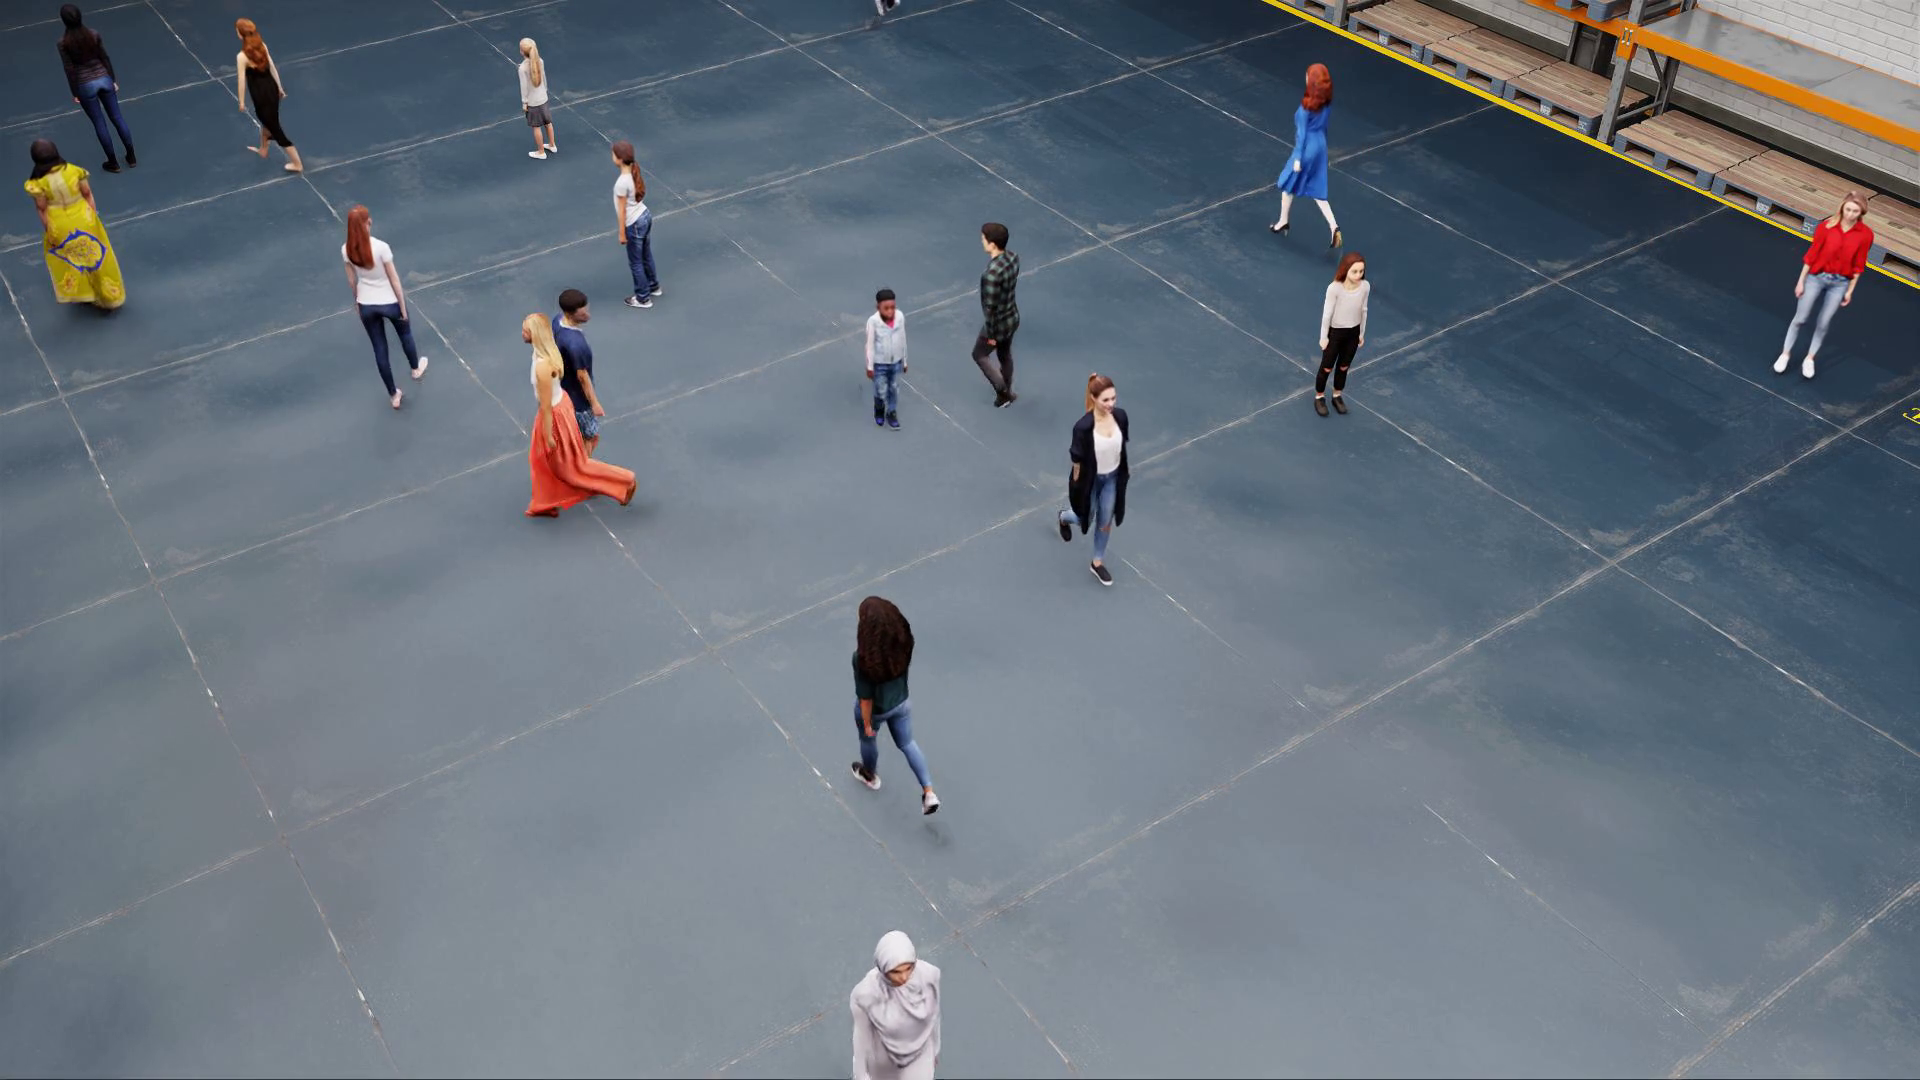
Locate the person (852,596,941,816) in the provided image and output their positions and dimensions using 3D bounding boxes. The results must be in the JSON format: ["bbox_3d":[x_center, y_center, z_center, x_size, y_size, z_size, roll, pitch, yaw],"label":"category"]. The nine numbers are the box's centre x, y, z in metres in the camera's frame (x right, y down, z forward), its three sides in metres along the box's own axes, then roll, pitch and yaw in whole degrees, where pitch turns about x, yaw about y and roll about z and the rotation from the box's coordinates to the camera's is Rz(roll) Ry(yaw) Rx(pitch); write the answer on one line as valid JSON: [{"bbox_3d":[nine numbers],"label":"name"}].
[{"bbox_3d":[-0.402,1.024,10.035,0.612,1.597,0.995,-27,46,-30],"label":"person"}]

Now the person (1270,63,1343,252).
[{"bbox_3d":[3.337,-3.533,15.585,0.662,1.792,1.101,-26,45,-29],"label":"person"}]

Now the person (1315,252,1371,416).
[{"bbox_3d":[3.107,-1.695,13.531,0.586,1.483,0.573,-9,40,-11],"label":"person"}]

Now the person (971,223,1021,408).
[{"bbox_3d":[0.381,-1.796,13.648,0.773,1.699,0.781,21,43,24],"label":"person"}]

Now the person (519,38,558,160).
[{"bbox_3d":[-4.433,-4.622,17.362,0.621,1.276,0.588,20,43,23],"label":"person"}]

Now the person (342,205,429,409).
[{"bbox_3d":[-4.731,-1.846,13.535,0.889,1.714,1.019,-4,39,-6],"label":"person"}]

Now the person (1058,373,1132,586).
[{"bbox_3d":[0.942,-0.485,11.867,0.706,1.668,0.940,-17,42,-20],"label":"person"}]

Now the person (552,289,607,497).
[{"bbox_3d":[-2.959,-1.102,12.528,0.890,1.808,0.618,-29,47,-31],"label":"person"}]

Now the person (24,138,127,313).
[{"bbox_3d":[-7.817,-2.736,14.705,0.787,1.645,0.755,-27,46,-30],"label":"person"}]

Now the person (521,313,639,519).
[{"bbox_3d":[-2.881,-0.881,12.275,1.030,1.777,1.146,-5,39,-6],"label":"person"}]

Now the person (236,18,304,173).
[{"bbox_3d":[-7.005,-4.488,16.938,1.066,1.596,0.927,13,41,16],"label":"person"}]

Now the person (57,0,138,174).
[{"bbox_3d":[-8.832,-4.618,16.980,0.636,1.746,0.674,29,47,31],"label":"person"}]

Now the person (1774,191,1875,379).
[{"bbox_3d":[7.260,-2.148,13.925,0.645,1.699,0.761,15,41,18],"label":"person"}]

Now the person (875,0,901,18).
[{"bbox_3d":[-0.919,-7.289,20.255,1.004,1.834,0.985,19,42,22],"label":"person"}]

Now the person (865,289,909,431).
[{"bbox_3d":[-0.611,-1.499,13.466,0.535,1.257,0.556,-14,41,-16],"label":"person"}]

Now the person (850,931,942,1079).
[{"bbox_3d":[-0.336,2.454,8.115,0.769,1.758,1.036,-13,40,-16],"label":"person"}]

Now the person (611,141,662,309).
[{"bbox_3d":[-2.915,-2.845,14.908,0.668,1.562,0.620,11,40,13],"label":"person"}]
